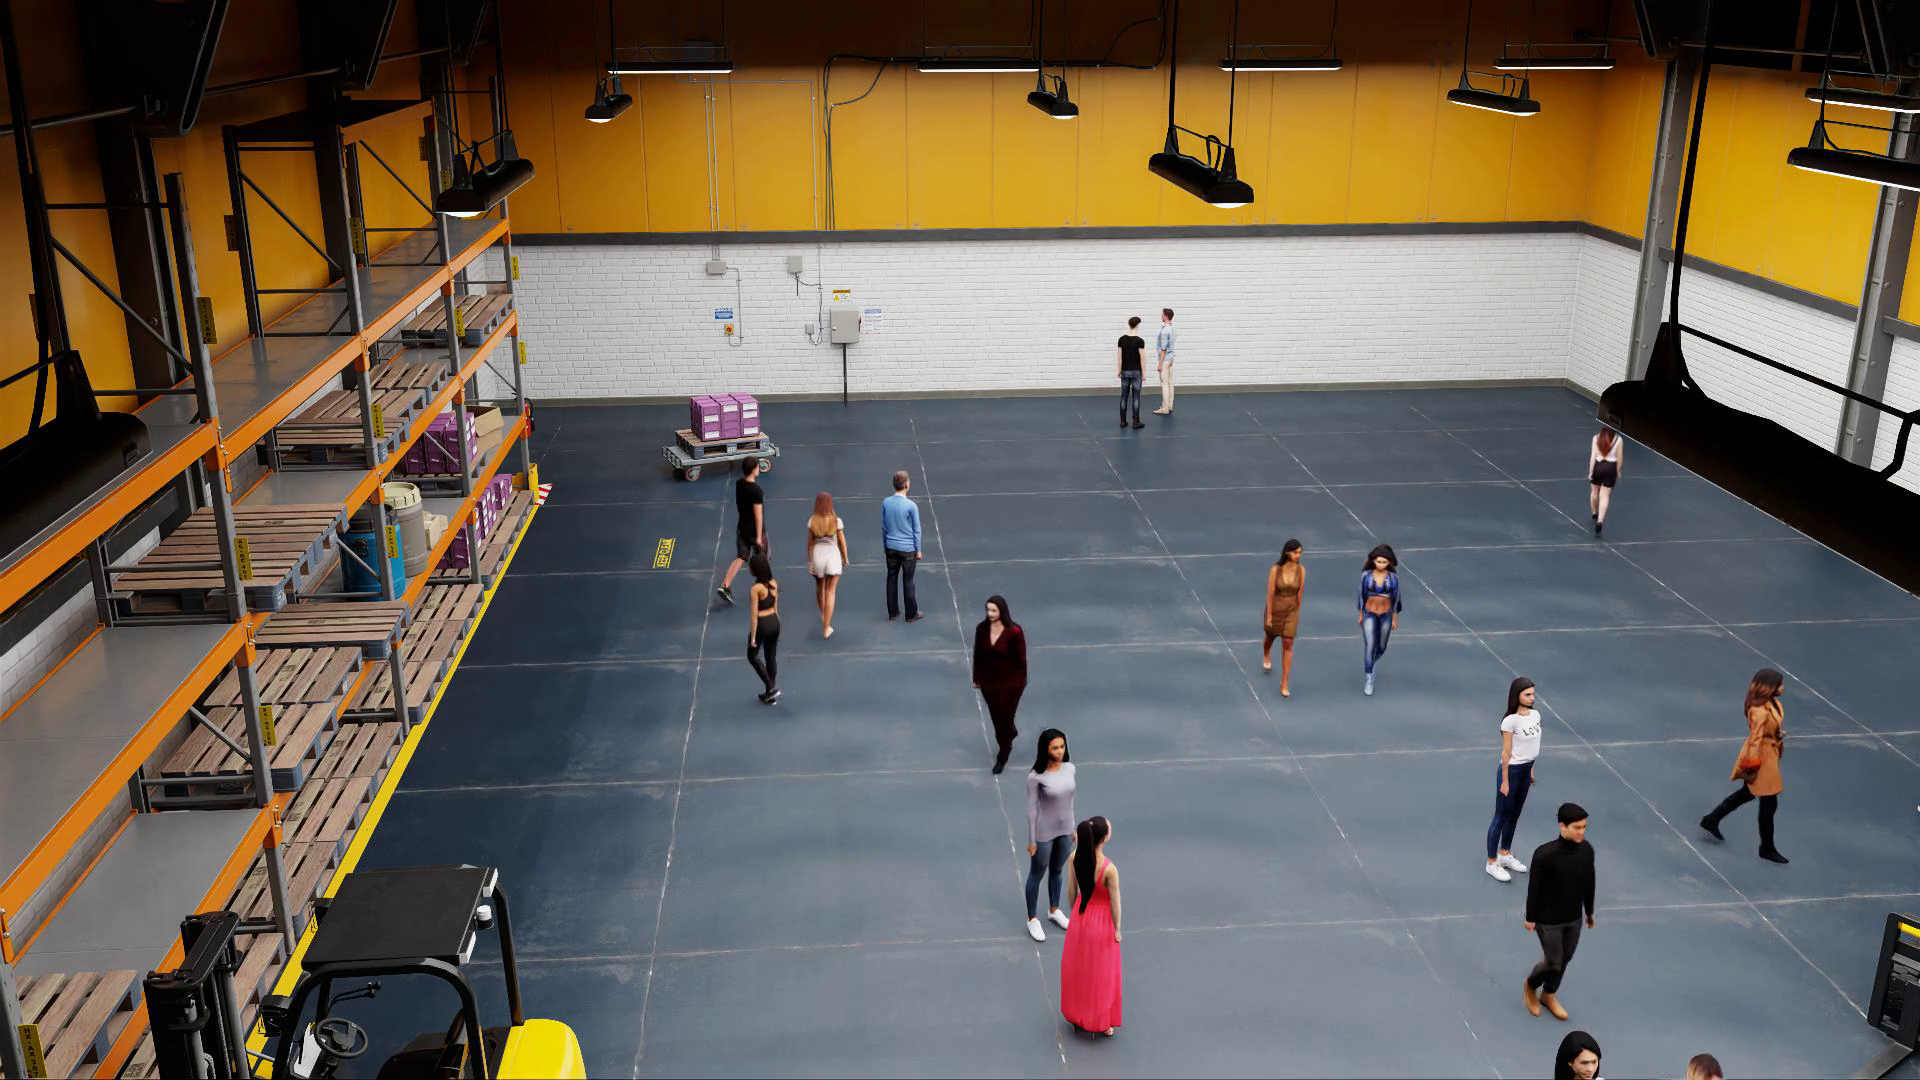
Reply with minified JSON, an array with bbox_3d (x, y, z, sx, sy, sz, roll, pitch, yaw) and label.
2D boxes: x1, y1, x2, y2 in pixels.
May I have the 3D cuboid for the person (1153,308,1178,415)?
[{"bbox_3d":[3.600,-3.133,29.049,0.793,1.847,0.677,10,21,26],"label":"person"}]

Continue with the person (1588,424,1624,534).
[{"bbox_3d":[8.785,-0.861,22.681,0.868,1.604,1.161,6,19,17],"label":"person"}]

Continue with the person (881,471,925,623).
[{"bbox_3d":[-0.692,0.072,19.589,0.745,1.810,0.756,9,21,26],"label":"person"}]

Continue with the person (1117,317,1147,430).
[{"bbox_3d":[2.893,-2.828,28.068,0.763,1.894,0.769,9,21,26],"label":"person"}]

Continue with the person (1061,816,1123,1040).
[{"bbox_3d":[0.943,2.739,11.802,0.711,1.726,0.769,15,23,37],"label":"person"}]

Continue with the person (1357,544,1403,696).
[{"bbox_3d":[4.453,0.814,17.723,0.825,1.593,1.077,4,19,12],"label":"person"}]

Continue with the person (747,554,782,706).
[{"bbox_3d":[-1.969,0.958,17.237,0.805,1.632,0.745,16,25,40],"label":"person"}]

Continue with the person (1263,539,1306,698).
[{"bbox_3d":[3.406,0.781,17.749,0.605,1.639,1.118,0,19,-1],"label":"person"}]

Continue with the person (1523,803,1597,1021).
[{"bbox_3d":[4.306,2.657,12.067,0.726,1.711,0.703,-7,20,-20],"label":"person"}]

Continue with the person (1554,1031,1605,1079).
[{"bbox_3d":[3.449,3.542,9.457,0.671,1.701,0.635,-6,20,-18],"label":"person"}]

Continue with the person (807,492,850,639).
[{"bbox_3d":[-1.550,0.314,19.109,0.736,1.658,1.036,3,19,9],"label":"person"}]

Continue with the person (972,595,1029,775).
[{"bbox_3d":[0.436,1.323,15.995,0.968,1.733,1.070,10,21,27],"label":"person"}]

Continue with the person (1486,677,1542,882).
[{"bbox_3d":[4.643,1.983,13.967,0.666,1.775,0.685,-14,23,-36],"label":"person"}]

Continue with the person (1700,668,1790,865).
[{"bbox_3d":[6.795,1.902,14.323,1.116,1.703,1.075,13,22,33],"label":"person"}]

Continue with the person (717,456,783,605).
[{"bbox_3d":[-2.606,-0.105,20.069,1.159,1.839,1.181,17,25,41],"label":"person"}]

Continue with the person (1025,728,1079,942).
[{"bbox_3d":[0.709,2.291,13.117,0.688,1.735,0.685,-12,22,-31],"label":"person"}]
